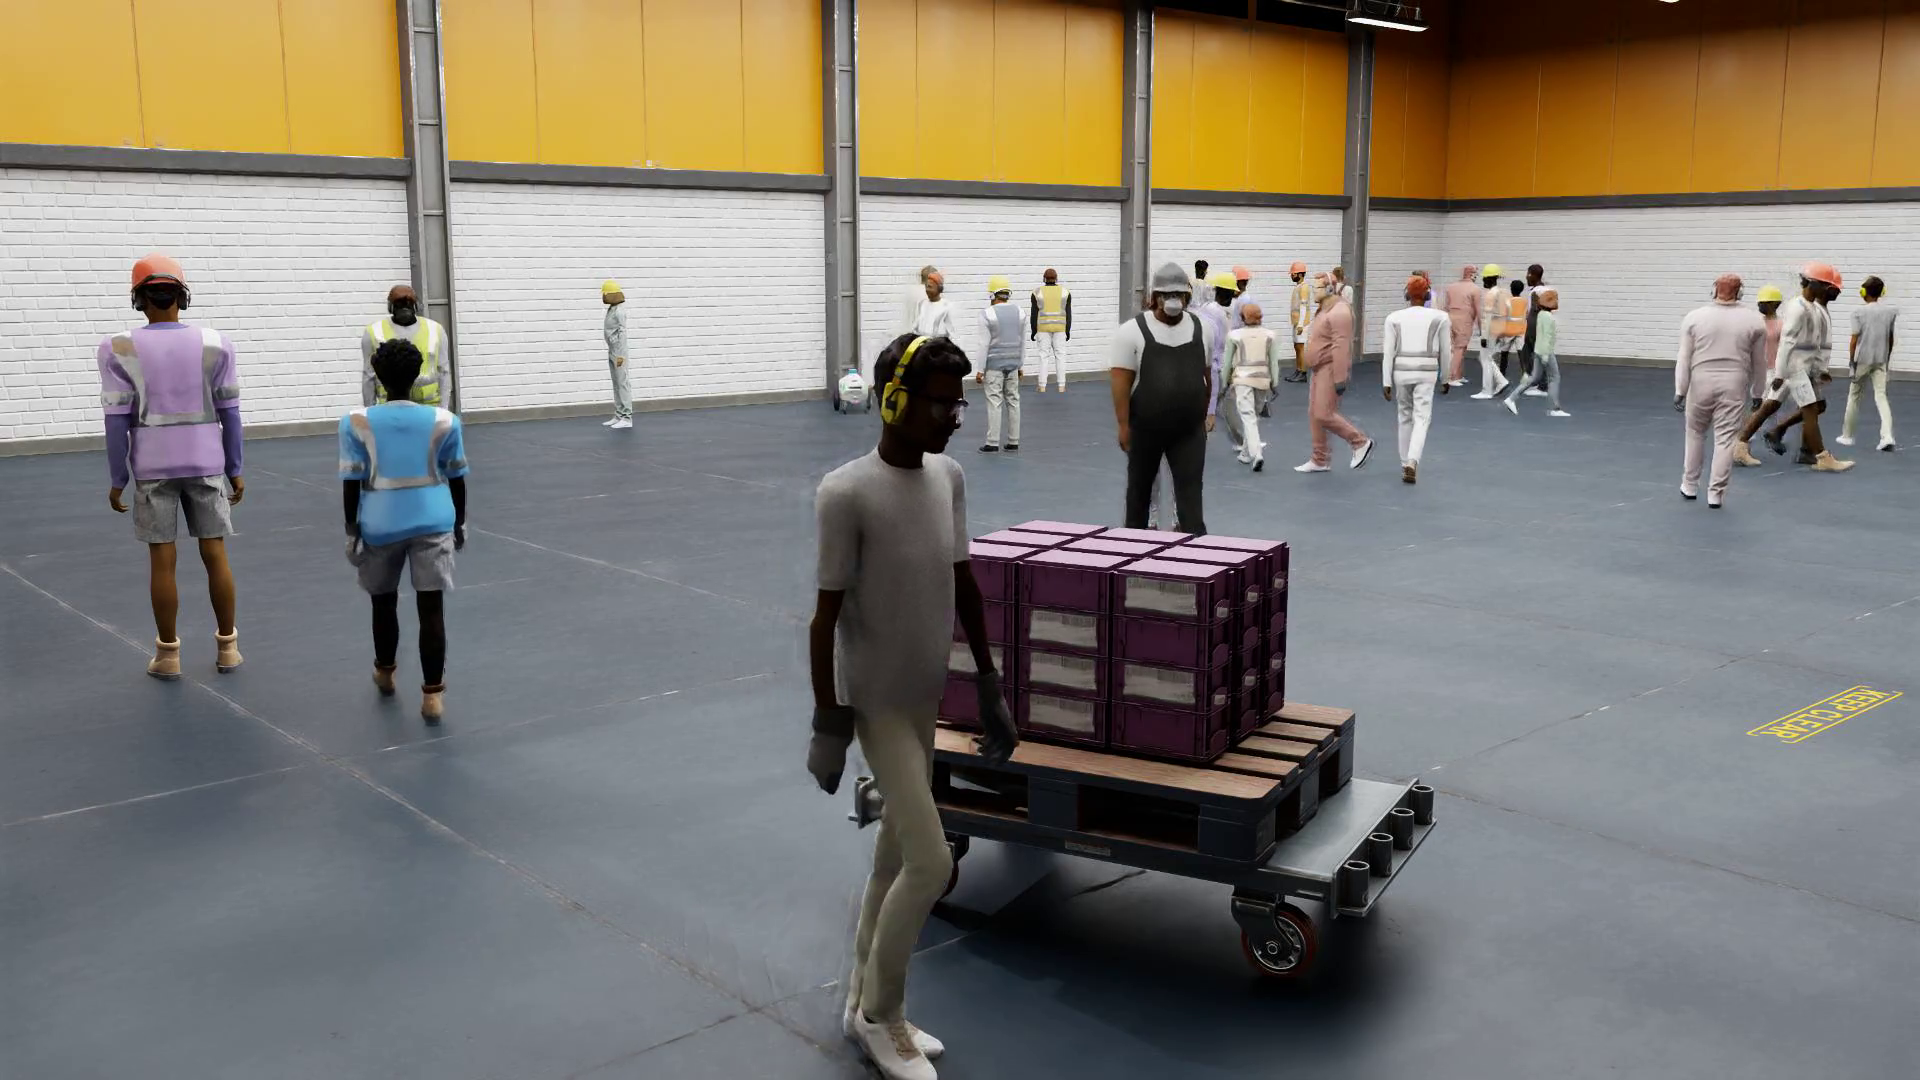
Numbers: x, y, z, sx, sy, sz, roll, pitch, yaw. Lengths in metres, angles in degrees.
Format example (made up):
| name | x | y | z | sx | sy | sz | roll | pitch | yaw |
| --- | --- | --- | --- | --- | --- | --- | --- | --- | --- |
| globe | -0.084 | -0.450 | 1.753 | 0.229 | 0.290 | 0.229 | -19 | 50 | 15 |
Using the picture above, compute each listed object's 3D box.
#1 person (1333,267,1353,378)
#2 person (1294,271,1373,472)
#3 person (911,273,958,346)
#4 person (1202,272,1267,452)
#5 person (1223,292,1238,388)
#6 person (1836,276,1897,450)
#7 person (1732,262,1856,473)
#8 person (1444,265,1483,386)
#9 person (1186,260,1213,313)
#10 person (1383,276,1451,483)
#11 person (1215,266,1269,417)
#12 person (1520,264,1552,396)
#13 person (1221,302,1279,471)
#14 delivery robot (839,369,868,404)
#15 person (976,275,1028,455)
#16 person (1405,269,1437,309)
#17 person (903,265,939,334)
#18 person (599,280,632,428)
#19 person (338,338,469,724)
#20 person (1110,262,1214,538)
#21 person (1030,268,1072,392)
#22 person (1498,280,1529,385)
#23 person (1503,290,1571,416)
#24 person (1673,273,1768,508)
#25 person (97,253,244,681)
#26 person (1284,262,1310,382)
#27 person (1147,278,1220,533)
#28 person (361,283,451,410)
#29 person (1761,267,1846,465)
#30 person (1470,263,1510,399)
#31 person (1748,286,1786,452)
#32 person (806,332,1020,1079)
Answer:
| name | x | y | z | sx | sy | sz | roll | pitch | yaw |
| --- | --- | --- | --- | --- | --- | --- | --- | --- | --- |
| person | 6.248 | -3.597 | 27.571 | 0.505 | 1.846 | 0.346 | 3 | 10 | 17 |
| person | 3.477 | -1.551 | 15.473 | 0.592 | 1.882 | 0.659 | -1 | 10 | -4 |
| person | -0.302 | -2.091 | 18.800 | 0.951 | 1.845 | 0.586 | -8 | 13 | -40 |
| person | 2.626 | -1.825 | 17.166 | 1.032 | 1.866 | 0.597 | 1 | 10 | 4 |
| person | 4.270 | -3.158 | 25.677 | 0.517 | 1.625 | 0.483 | 1 | 10 | 7 |
| person | 9.596 | -1.860 | 17.490 | 0.537 | 1.828 | 0.987 | 1 | 10 | 5 |
| person | 7.857 | -1.623 | 15.685 | 1.103 | 1.979 | 0.634 | 6 | 11 | 30 |
| person | 7.895 | -3.328 | 25.917 | 0.767 | 1.872 | 0.655 | -4 | 11 | -24 |
| person | 3.968 | -3.661 | 27.600 | 0.603 | 1.963 | 0.367 | 9 | 13 | 43 |
| person | 4.103 | -1.448 | 15.011 | 0.574 | 1.851 | 0.902 | 5 | 11 | 25 |
| person | 3.466 | -2.489 | 20.938 | 0.975 | 1.883 | 0.572 | 3 | 10 | 17 |
| person | 8.321 | -3.037 | 24.123 | 0.590 | 1.897 | 0.639 | 5 | 11 | 27 |
| person | 2.781 | -1.470 | 15.852 | 0.520 | 1.586 | 0.908 | -2 | 10 | -10 |
| delivery robot | -1.385 | -1.975 | 21.573 | 0.477 | 0.478 | 0.707 | -1 | 10 | -8 |
| person | 0.407 | -1.788 | 17.016 | 0.586 | 1.833 | 0.404 | -6 | 12 | -33 |
| person | 6.655 | -3.001 | 24.119 | 0.457 | 1.826 | 0.595 | -6 | 11 | -30 |
| person | -0.525 | -2.614 | 21.625 | 0.507 | 1.907 | 0.654 | -4 | 11 | -24 |
| person | -4.079 | -2.196 | 19.673 | 0.312 | 1.741 | 0.487 | -5 | 11 | -26 |
| person | -2.465 | -0.060 | 7.404 | 0.550 | 1.657 | 0.842 | -4 | 10 | -21 |
| person | 1.317 | -0.813 | 10.699 | 0.700 | 2.000 | 1.027 | -2 | 10 | -9 |
| person | 1.350 | -3.113 | 24.756 | 0.621 | 1.842 | 0.429 | -1 | 10 | -5 |
| person | 8.764 | -3.265 | 26.189 | 0.543 | 1.659 | 0.864 | 0 | 10 | -1 |
| person | 7.333 | -2.360 | 21.054 | 0.771 | 1.609 | 0.505 | 1 | 10 | 3 |
| person | 6.196 | -1.224 | 13.581 | 0.683 | 1.872 | 0.873 | 4 | 10 | 21 |
| person | -3.756 | -0.344 | 7.966 | 0.605 | 2.037 | 0.388 | -6 | 11 | -32 |
| person | 5.431 | -3.494 | 26.743 | 0.377 | 1.931 | 0.540 | 0 | 10 | -1 |
| person | 1.486 | -0.900 | 11.597 | 0.635 | 1.909 | 0.650 | 2 | 10 | 13 |
| person | -4.108 | -0.991 | 12.391 | 0.627 | 1.824 | 0.478 | -5 | 11 | -27 |
| person | 8.218 | -1.683 | 16.145 | 0.570 | 1.915 | 0.553 | 7 | 12 | 34 |
| person | 7.495 | -2.942 | 23.520 | 0.418 | 1.915 | 0.608 | 7 | 12 | 34 |
| person | 8.192 | -1.721 | 16.964 | 0.922 | 1.716 | 0.547 | -3 | 10 | -18 |
| person | -0.099 | 0.419 | 4.089 | 0.550 | 1.842 | 0.498 | 6 | 11 | 32 |
